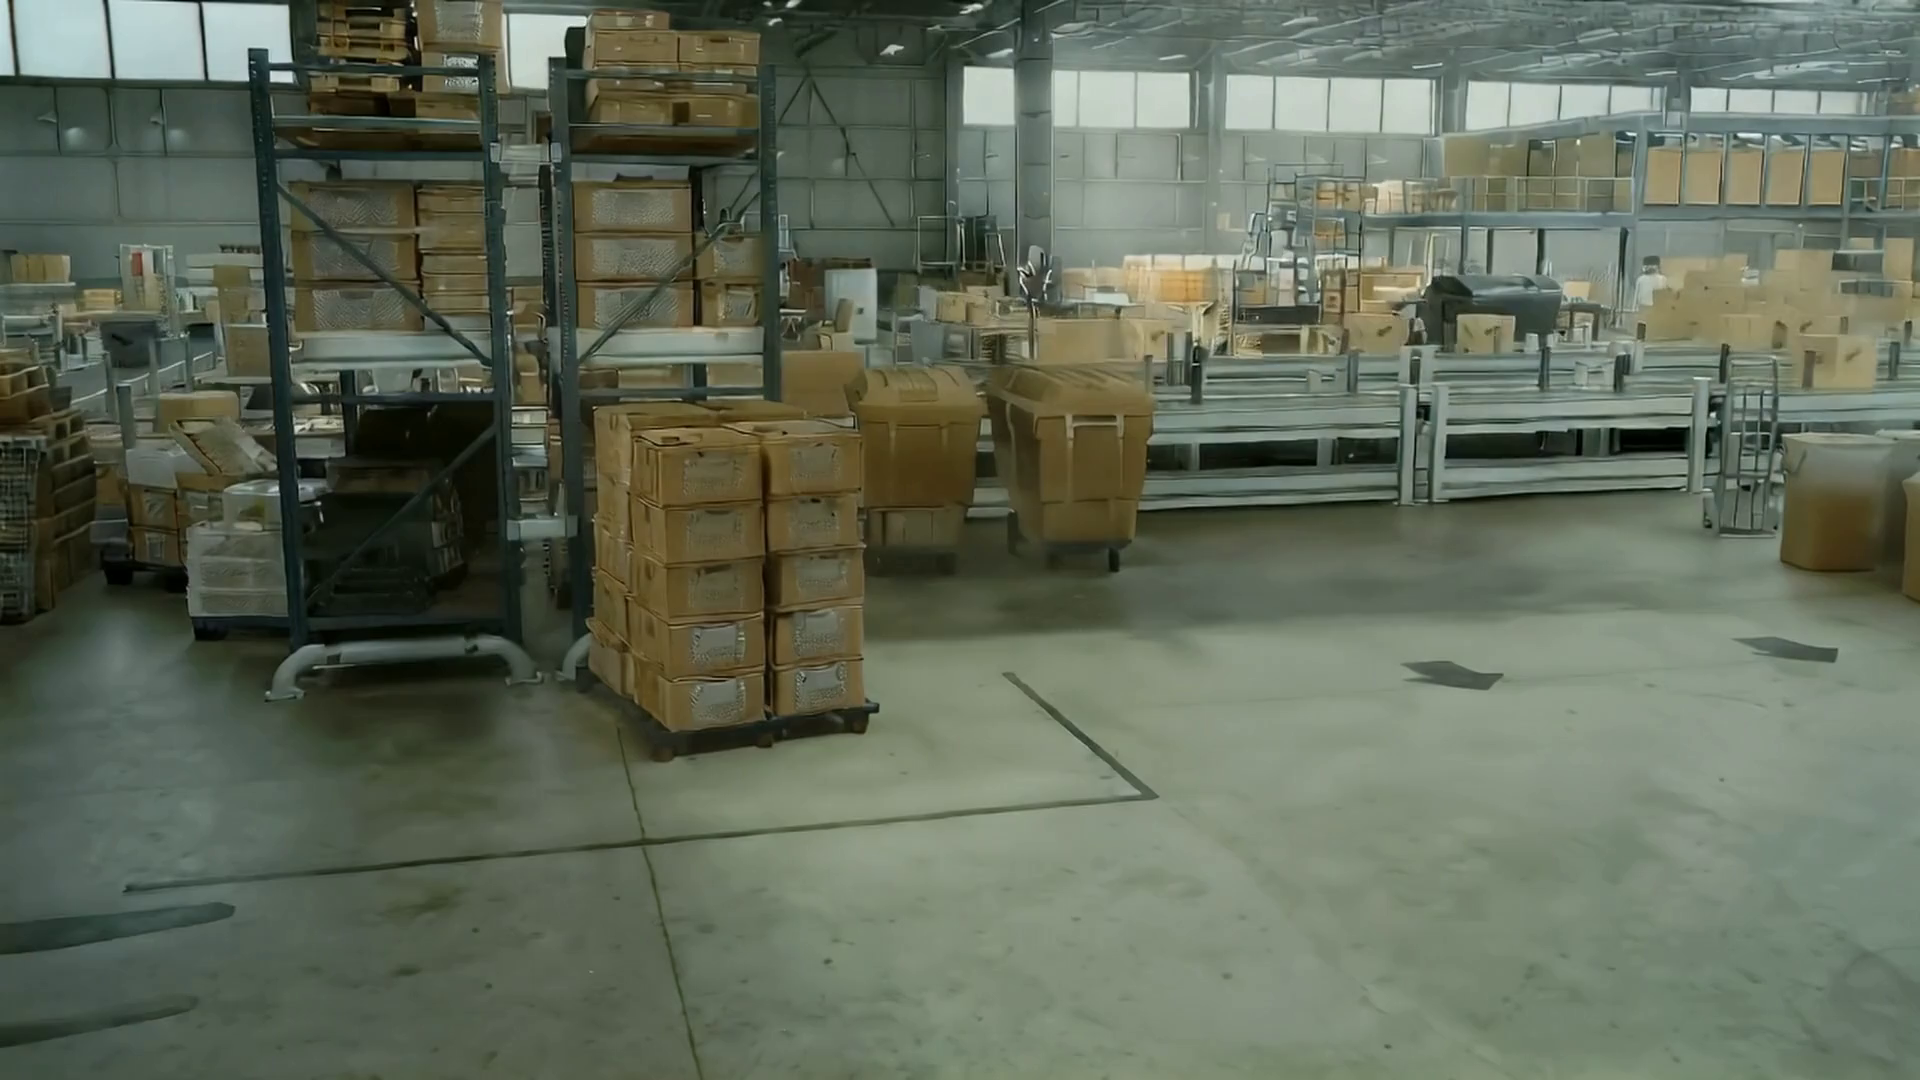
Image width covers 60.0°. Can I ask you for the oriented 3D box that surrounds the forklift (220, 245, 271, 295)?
[{"bbox_3d":[-17.749,-6.334,41.440,1.157,1.987,2.680,-3,10,-17],"label":"forklift"}]

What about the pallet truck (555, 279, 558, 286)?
[{"bbox_3d":[-10.604,-6.375,44.520,0.653,1.274,1.630,-3,10,-15],"label":"pallet truck"}]

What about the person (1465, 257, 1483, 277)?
[{"bbox_3d":[9.369,-4.222,30.535,0.550,1.933,0.375,-3,11,-18],"label":"person"}]

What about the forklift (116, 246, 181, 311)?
[{"bbox_3d":[-19.966,-6.232,40.894,1.157,1.987,2.680,-3,10,-15],"label":"forklift"}]

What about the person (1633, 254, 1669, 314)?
[{"bbox_3d":[11.628,-3.813,28.058,0.399,1.989,0.623,-6,12,-32],"label":"person"}]

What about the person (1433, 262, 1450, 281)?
[{"bbox_3d":[12.633,-6.426,43.606,0.488,1.728,0.501,-2,10,-14],"label":"person"}]
